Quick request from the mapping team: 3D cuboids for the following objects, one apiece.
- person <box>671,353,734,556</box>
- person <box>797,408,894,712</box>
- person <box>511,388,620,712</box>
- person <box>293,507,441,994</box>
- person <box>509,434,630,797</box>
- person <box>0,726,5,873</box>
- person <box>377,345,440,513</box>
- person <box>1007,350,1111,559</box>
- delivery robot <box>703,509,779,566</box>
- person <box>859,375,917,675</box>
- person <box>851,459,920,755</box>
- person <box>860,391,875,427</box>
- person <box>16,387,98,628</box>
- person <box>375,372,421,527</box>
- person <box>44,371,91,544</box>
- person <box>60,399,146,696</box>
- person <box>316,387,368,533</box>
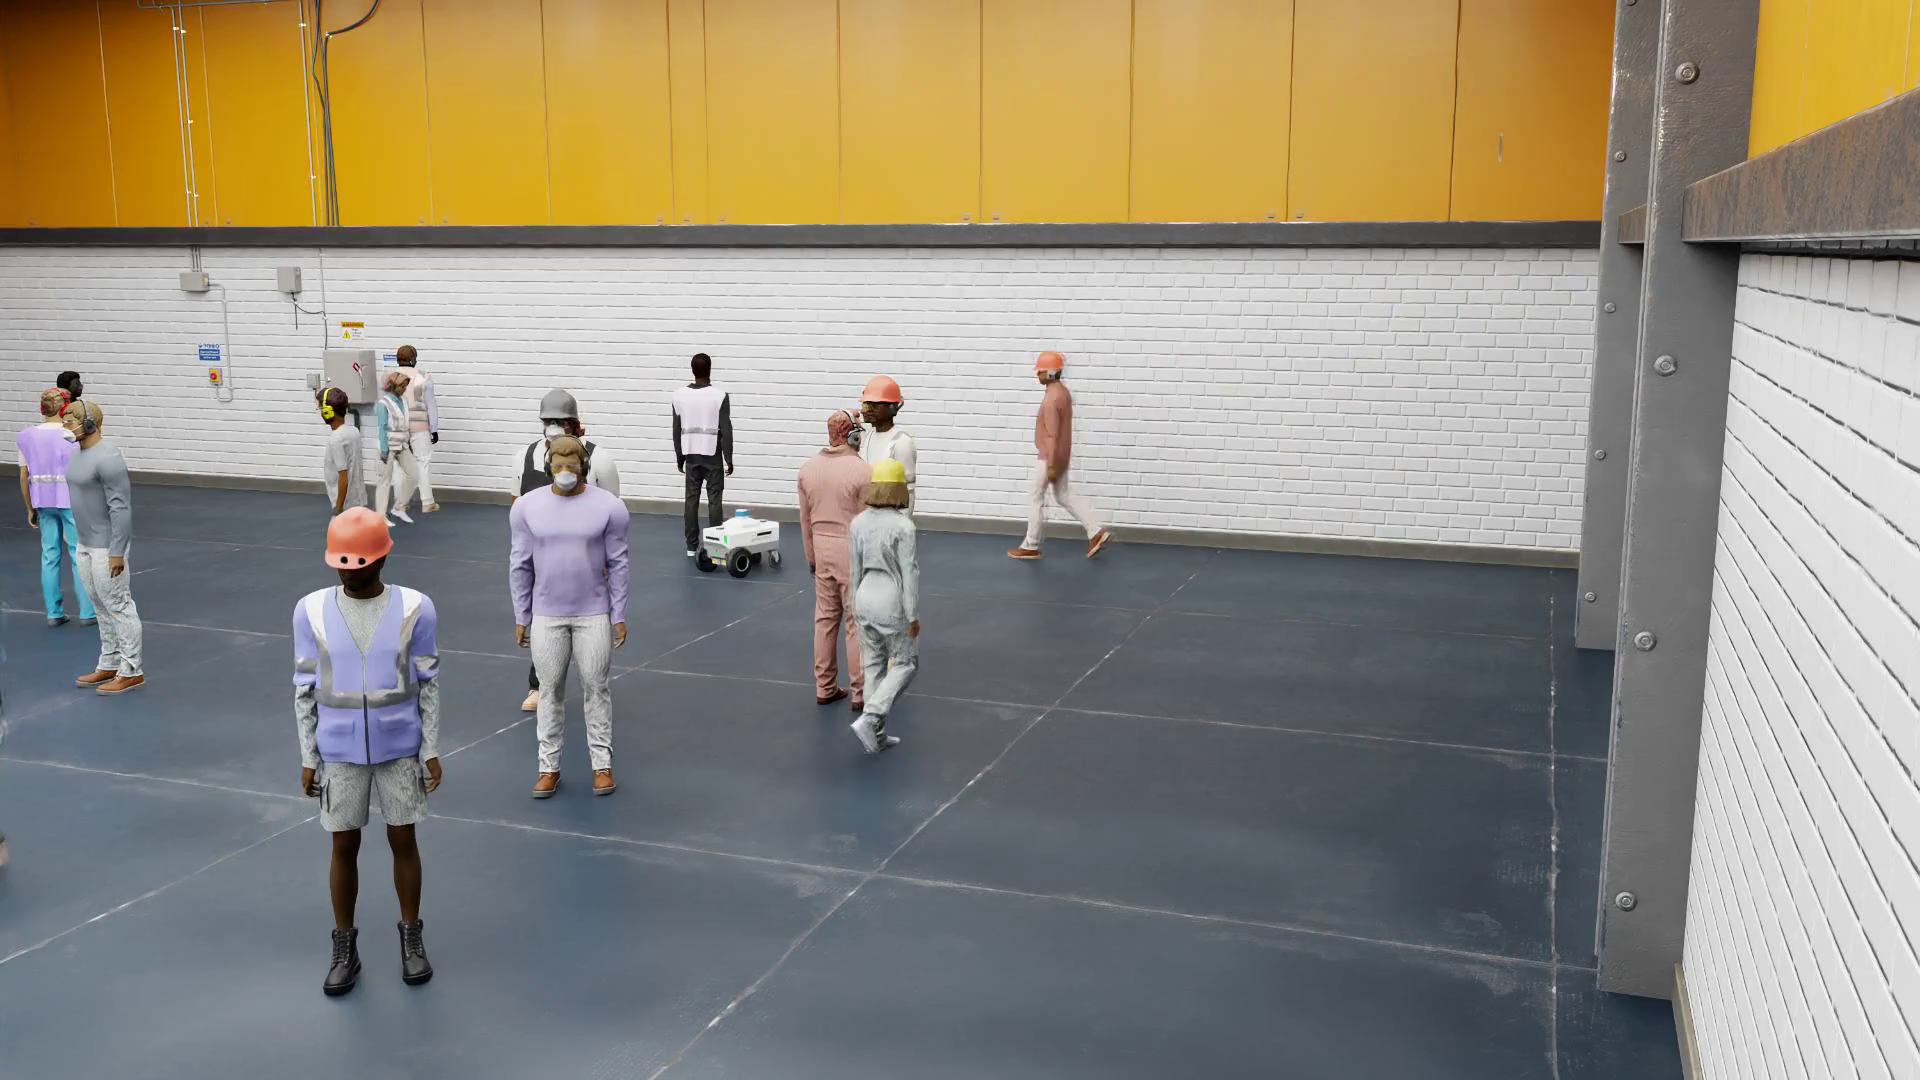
[{"bbox_3d":[-2.407,-0.792,15.618,0.594,1.921,0.388,3,10,14],"label":"person"},{"bbox_3d":[-0.707,0.123,10.500,0.639,1.910,0.406,8,13,37],"label":"person"},{"bbox_3d":[-2.493,0.072,10.416,0.682,2.000,0.537,0,10,3],"label":"person"},{"bbox_3d":[-2.311,0.819,6.526,0.542,1.929,0.374,-3,11,-17],"label":"person"},{"bbox_3d":[-2.063,0.402,8.842,0.632,1.940,0.372,-2,10,-9],"label":"person"},{"bbox_3d":[-4.555,0.818,7.278,0.552,1.646,0.868,2,10,10],"label":"person"},{"bbox_3d":[-6.013,-1.211,18.201,0.634,1.841,0.429,0,10,1],"label":"person"},{"bbox_3d":[0.921,-0.780,15.417,0.898,1.969,0.614,4,11,20],"label":"person"},{"bbox_3d":[-1.957,-0.032,14.918,0.477,0.478,0.707,8,13,39],"label":"delivery robot"},{"bbox_3d":[-0.528,-0.107,11.403,0.366,2.048,0.608,-6,12,-32],"label":"person"},{"bbox_3d":[-0.454,0.397,9.499,0.517,1.713,0.476,8,13,39],"label":"person"},{"bbox_3d":[-0.611,-0.223,12.568,0.326,1.869,0.519,-2,10,-12],"label":"person"},{"bbox_3d":[-6.863,-0.238,12.709,0.570,1.843,0.372,0,10,0],"label":"person"},{"bbox_3d":[-5.895,-0.942,17.313,0.461,1.614,0.626,2,10,13],"label":"person"},{"bbox_3d":[-8.703,-0.816,16.377,0.317,1.700,0.538,6,12,29],"label":"person"},{"bbox_3d":[-5.610,0.042,10.868,0.634,1.938,0.355,9,13,41],"label":"person"},{"bbox_3d":[-4.664,-0.224,12.583,0.329,1.865,0.518,-1,10,-5],"label":"person"}]
